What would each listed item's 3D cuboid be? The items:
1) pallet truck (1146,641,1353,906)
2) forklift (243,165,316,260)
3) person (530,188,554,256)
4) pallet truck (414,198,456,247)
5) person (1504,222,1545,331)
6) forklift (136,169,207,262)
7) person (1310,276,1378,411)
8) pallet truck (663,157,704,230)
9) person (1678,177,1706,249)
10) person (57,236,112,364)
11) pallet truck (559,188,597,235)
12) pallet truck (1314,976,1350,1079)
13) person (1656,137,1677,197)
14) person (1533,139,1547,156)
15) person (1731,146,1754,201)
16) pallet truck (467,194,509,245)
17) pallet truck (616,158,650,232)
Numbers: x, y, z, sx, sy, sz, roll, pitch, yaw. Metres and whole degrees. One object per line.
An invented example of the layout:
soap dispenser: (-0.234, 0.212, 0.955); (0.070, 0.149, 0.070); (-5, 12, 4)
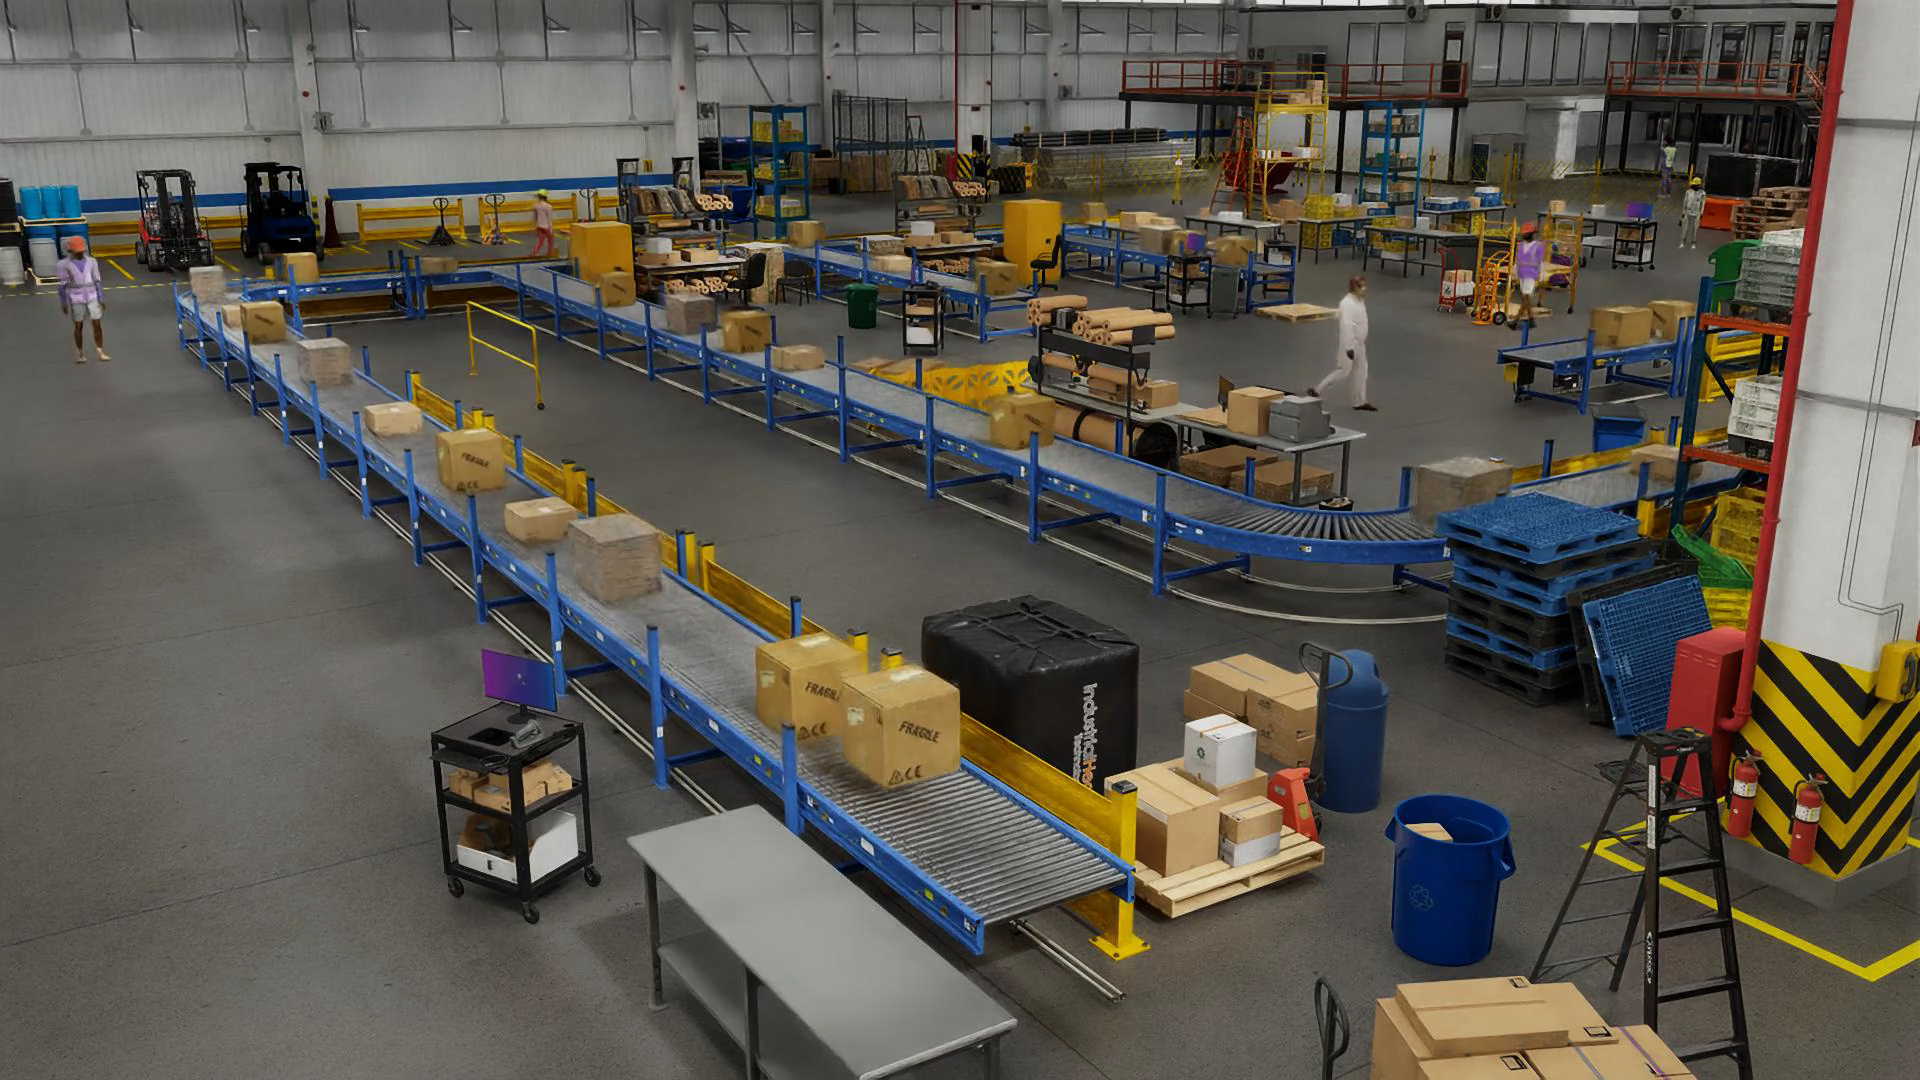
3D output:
pallet truck: (1.664, 1.407, 10.232); (1.630, 1.274, 0.653); (-10, 20, -31)
forklift: (-15.898, -7.669, 38.708); (1.157, 1.987, 2.680); (-11, 20, -33)
person: (-9.488, -7.096, 37.765); (0.528, 1.748, 0.678); (8, 19, 25)
pallet truck: (-13.250, -8.060, 41.856); (0.680, 1.201, 1.601); (-10, 20, -31)
person: (9.930, -4.633, 29.329); (0.970, 1.882, 0.557); (-10, 20, -31)
forklift: (-17.842, -7.318, 37.559); (1.157, 1.987, 2.680); (-10, 20, -31)
person: (5.352, -2.720, 22.980); (0.843, 1.876, 0.639); (10, 19, 30)
pallet truck: (-7.586, -9.308, 44.692); (0.823, 1.965, 1.885); (-11, 20, -33)
person: (18.034, -8.041, 40.927); (0.484, 1.735, 0.311); (11, 20, 33)
person: (-13.882, -3.799, 26.339); (0.444, 2.023, 0.632); (15, 22, 41)
pallet truck: (-10.010, -8.652, 43.699); (0.653, 1.274, 1.630); (-10, 20, -31)
pallet truck: (2.299, 2.390, 7.086); (1.601, 1.201, 0.680); (-2, 17, -7)
person: (23.138, -12.186, 54.405); (0.600, 1.917, 0.376); (-10, 19, -29)
person: (24.249, -16.726, 69.547); (0.636, 1.899, 0.397); (11, 20, 32)
person: (23.905, -11.075, 50.801); (0.582, 1.866, 0.618); (13, 21, 37)
pallet truck: (-11.983, -8.177, 42.137); (0.704, 1.261, 1.522); (-11, 20, -33)
pallet truck: (-8.918, -9.176, 44.255); (0.823, 1.965, 1.885); (-9, 19, -27)
